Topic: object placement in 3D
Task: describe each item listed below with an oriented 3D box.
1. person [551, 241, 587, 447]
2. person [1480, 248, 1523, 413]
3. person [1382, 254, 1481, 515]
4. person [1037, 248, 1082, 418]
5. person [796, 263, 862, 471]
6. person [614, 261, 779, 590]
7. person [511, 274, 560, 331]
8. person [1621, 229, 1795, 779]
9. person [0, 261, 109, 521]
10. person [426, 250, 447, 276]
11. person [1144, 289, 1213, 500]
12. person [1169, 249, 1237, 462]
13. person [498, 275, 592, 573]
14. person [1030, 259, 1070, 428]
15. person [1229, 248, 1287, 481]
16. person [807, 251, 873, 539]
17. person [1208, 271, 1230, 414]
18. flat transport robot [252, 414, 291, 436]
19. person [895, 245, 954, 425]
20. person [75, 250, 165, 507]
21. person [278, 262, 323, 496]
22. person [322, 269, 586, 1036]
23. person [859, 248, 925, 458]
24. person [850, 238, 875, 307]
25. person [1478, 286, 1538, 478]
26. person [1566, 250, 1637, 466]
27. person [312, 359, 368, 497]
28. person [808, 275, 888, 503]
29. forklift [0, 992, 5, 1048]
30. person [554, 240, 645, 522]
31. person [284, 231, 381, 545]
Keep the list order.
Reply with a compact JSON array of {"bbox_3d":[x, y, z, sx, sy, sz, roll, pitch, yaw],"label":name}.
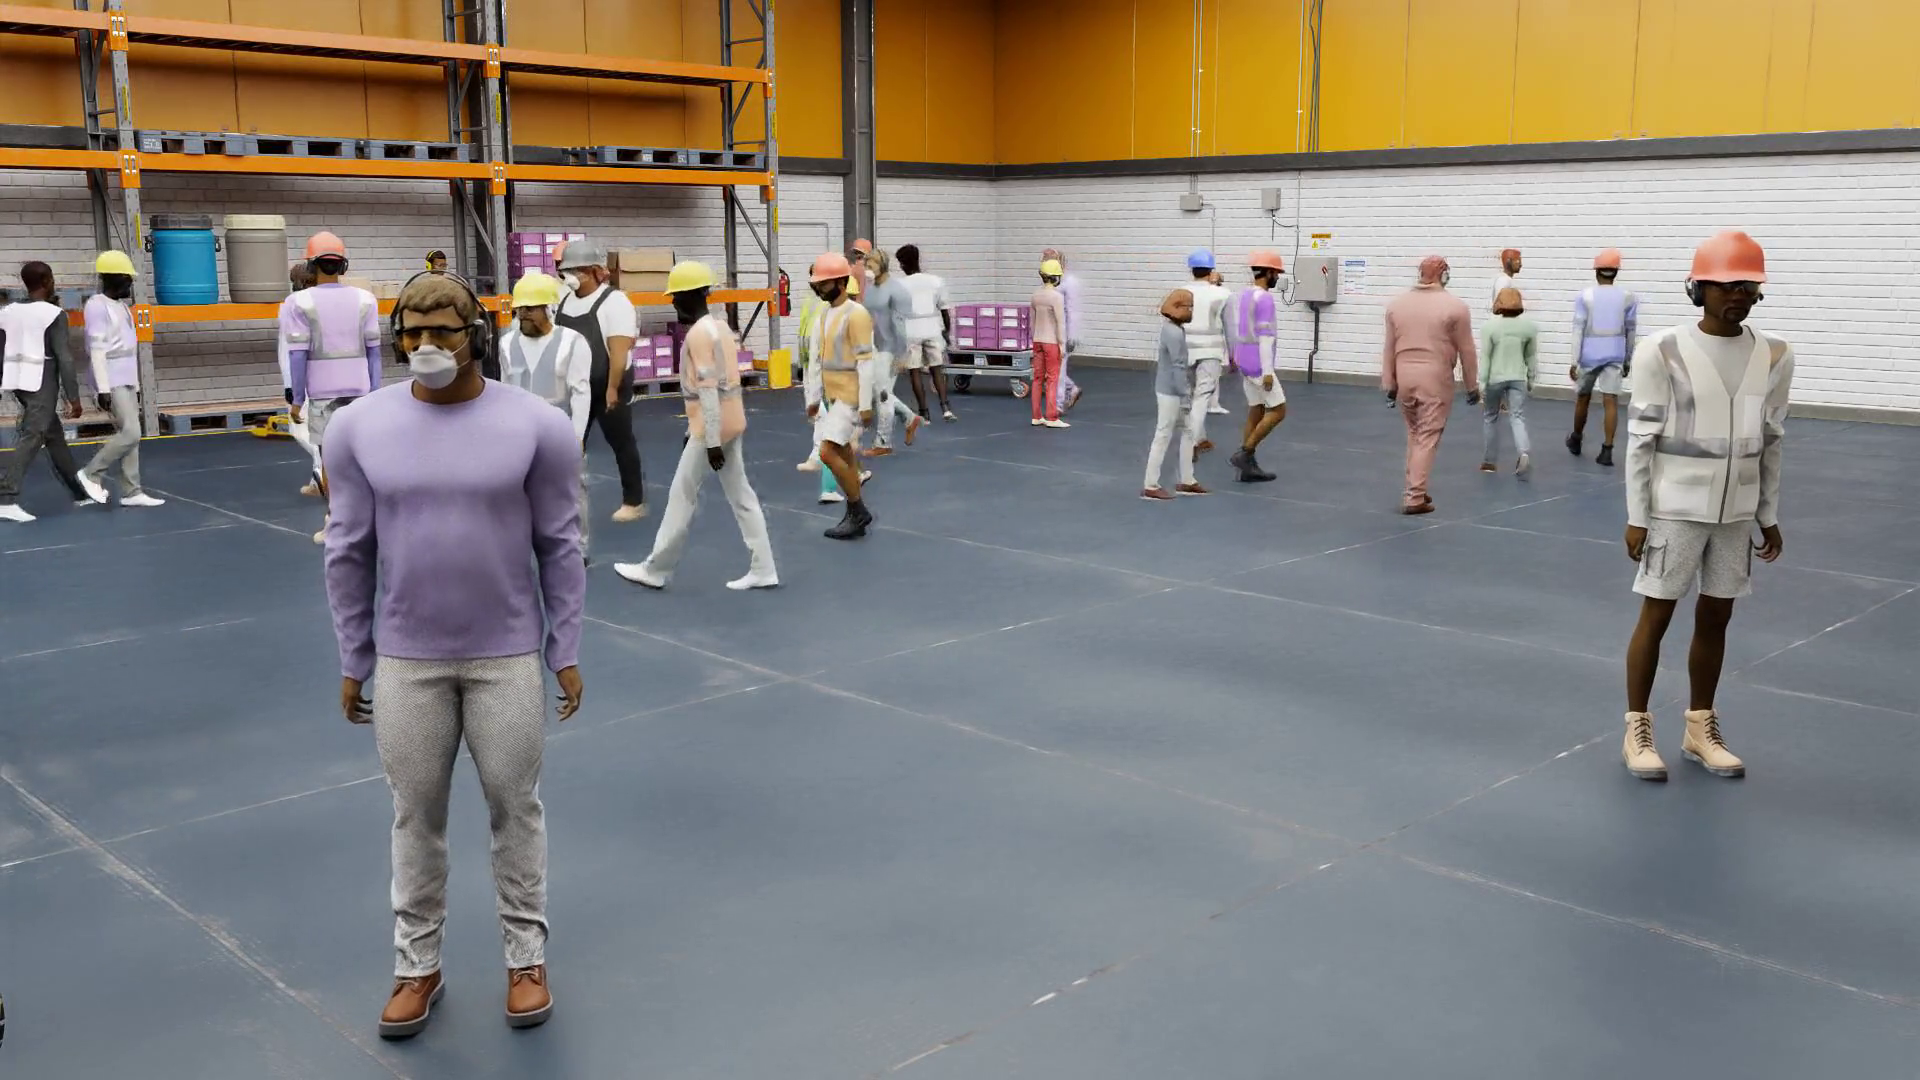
[{"bbox_3d":[-3.710,-1.862,15.897,0.622,1.978,0.639,1,10,4],"label":"person"},{"bbox_3d":[6.222,-2.371,18.931,0.409,1.870,0.619,4,11,22],"label":"person"},{"bbox_3d":[3.485,-1.139,12.201,0.765,1.875,0.636,-10,14,-42],"label":"person"},{"bbox_3d":[1.127,-2.317,18.617,0.601,1.884,0.686,-7,13,-35],"label":"person"},{"bbox_3d":[-1.128,-1.523,14.469,0.742,1.823,0.630,-9,14,-40],"label":"person"},{"bbox_3d":[-1.486,-0.632,9.444,0.969,1.870,0.602,1,10,8],"label":"person"},{"bbox_3d":[-3.142,-1.147,12.626,0.511,1.727,0.374,3,11,15],"label":"person"},{"bbox_3d":[2.776,-0.117,6.174,0.609,2.043,0.397,-1,10,-5],"label":"person"},{"bbox_3d":[-6.696,-1.091,12.063,0.604,1.846,1.127,4,11,23],"label":"person"},{"bbox_3d":[-5.624,-2.177,17.920,0.516,1.860,0.322,-10,15,-44],"label":"person"},{"bbox_3d":[1.718,-1.099,12.699,0.661,1.607,0.537,0,10,2],"label":"person"},{"bbox_3d":[2.182,-1.672,15.081,0.601,1.901,1.018,5,12,27],"label":"person"},{"bbox_3d":[-2.409,-0.607,9.518,0.606,1.782,0.930,2,11,9],"label":"person"},{"bbox_3d":[0.948,-2.065,17.557,0.314,1.768,0.527,-7,13,-35],"label":"person"},{"bbox_3d":[2.473,-1.418,13.612,0.398,1.915,0.566,-1,10,-7],"label":"person"},{"bbox_3d":[-0.800,-0.948,11.048,0.431,1.915,0.550,-5,11,-25],"label":"person"},{"bbox_3d":[2.765,-2.211,18.739,0.570,1.613,0.538,-2,11,-13],"label":"person"},{"bbox_3d":[-6.298,-1.136,16.567,1.431,0.197,0.652,6,12,28],"label":"flat transport robot"},{"bbox_3d":[-0.405,-2.186,17.793,0.720,1.929,0.410,-4,11,-22],"label":"person"},{"bbox_3d":[-6.246,-1.172,12.278,0.481,1.913,0.615,-1,10,-7],"label":"person"},{"bbox_3d":[-4.914,-1.212,12.789,0.601,1.820,0.642,7,12,32],"label":"person"},{"bbox_3d":[-1.264,0.294,4.220,0.630,1.938,0.366,-1,10,-8],"label":"person"},{"bbox_3d":[-0.628,-1.715,15.249,0.682,1.916,0.627,-7,13,-34],"label":"person"},{"bbox_3d":[-1.194,-2.838,21.184,0.646,1.975,0.672,6,12,31],"label":"person"},{"bbox_3d":[4.614,-1.333,13.993,0.510,1.606,0.745,0,10,-1],"label":"person"},{"bbox_3d":[5.748,-1.646,14.936,0.570,1.883,0.987,2,11,10],"label":"person"},{"bbox_3d":[-4.757,-1.107,12.740,0.551,1.613,0.584,9,14,40],"label":"person"},{"bbox_3d":[-0.853,-1.169,12.787,0.536,1.722,0.924,6,12,30],"label":"person"},{"bbox_3d":[-3.245,0.323,3.363,2.313,2.155,1.214,2,11,13],"label":"forklift"},{"bbox_3d":[-2.576,-1.092,11.497,0.696,2.000,1.007,6,12,28],"label":"person"},{"bbox_3d":[-4.077,-0.975,10.850,0.609,2.044,0.393,-9,14,-40],"label":"person"}]
